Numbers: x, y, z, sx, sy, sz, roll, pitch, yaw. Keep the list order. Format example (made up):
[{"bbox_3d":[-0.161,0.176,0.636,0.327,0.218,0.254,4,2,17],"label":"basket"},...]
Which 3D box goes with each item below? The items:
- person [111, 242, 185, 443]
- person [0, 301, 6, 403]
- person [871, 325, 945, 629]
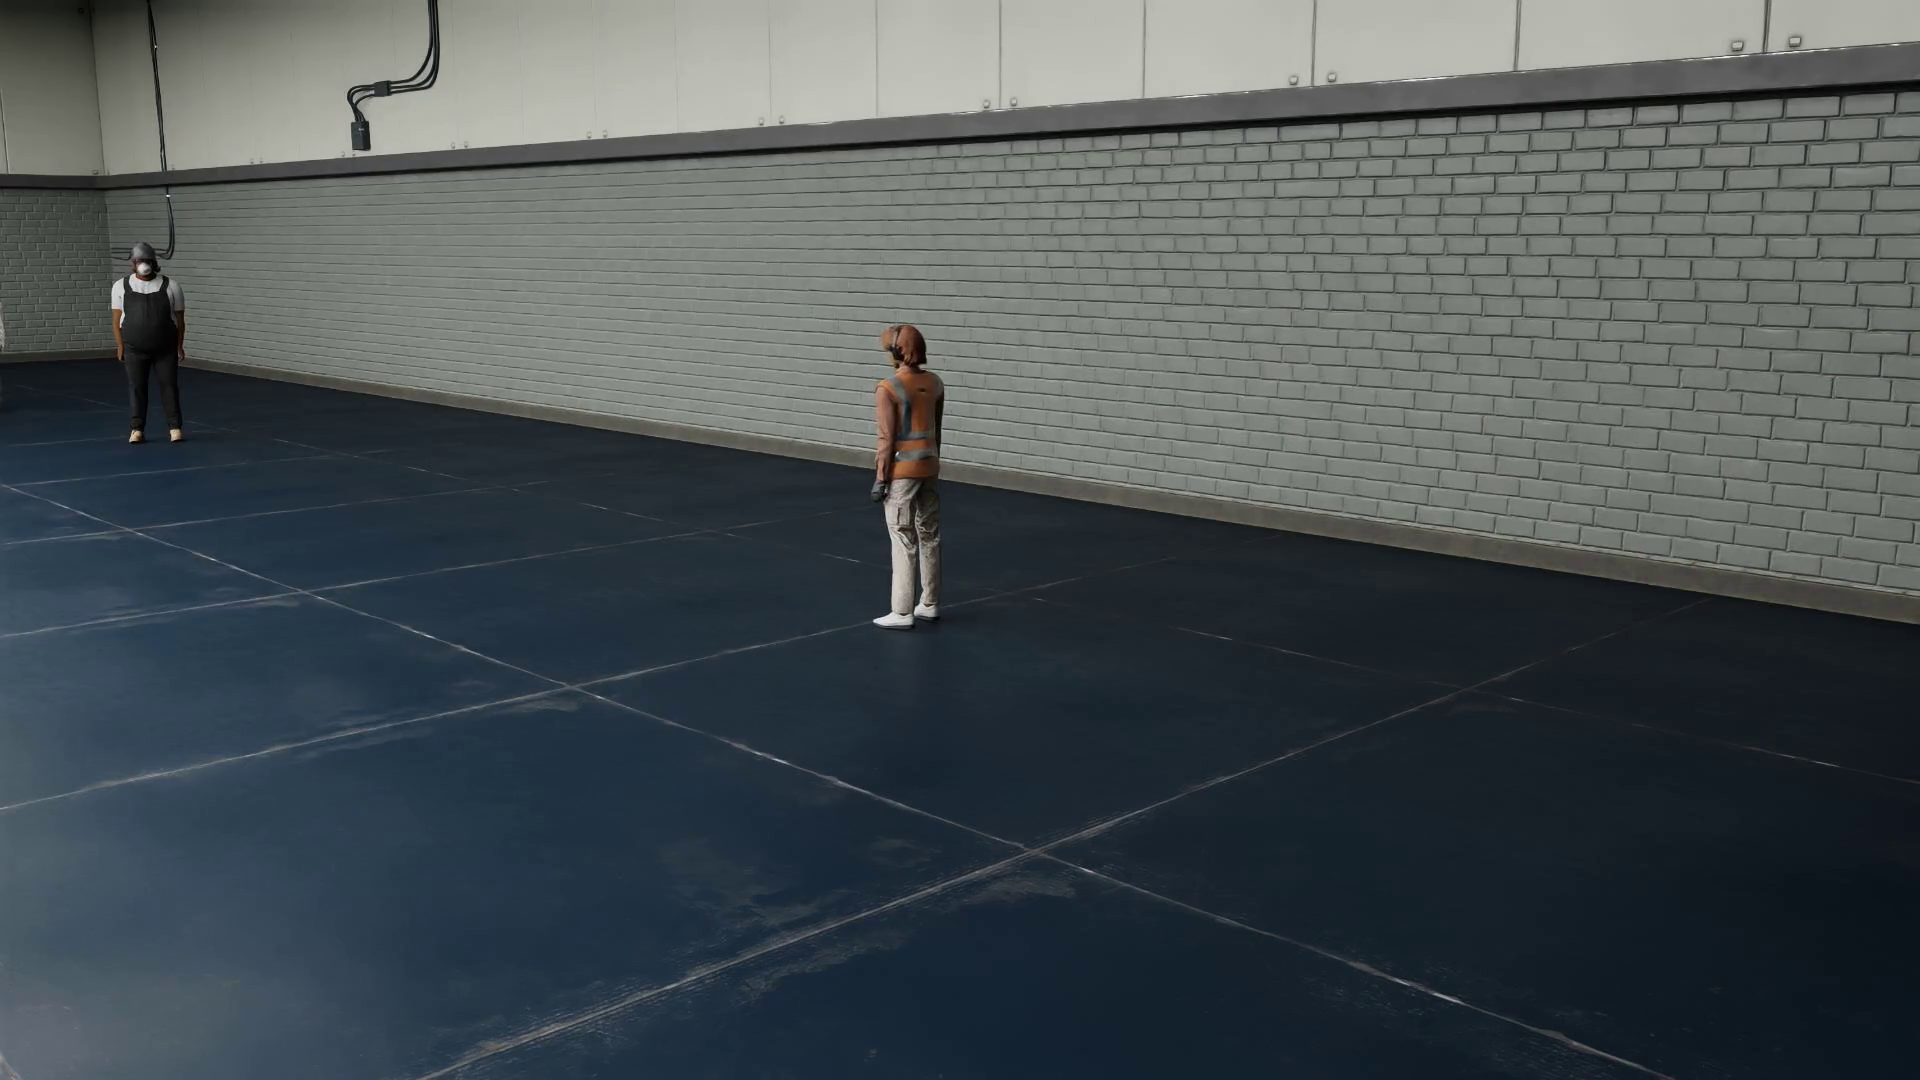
[{"bbox_3d":[-8.304,-2.003,17.068,0.684,2.000,0.538,-4,11,-23],"label":"person"},{"bbox_3d":[-12.199,-2.485,20.783,0.497,1.601,0.779,-6,12,-29],"label":"person"},{"bbox_3d":[-0.275,-0.340,8.984,0.309,1.638,0.511,8,13,37],"label":"person"}]
